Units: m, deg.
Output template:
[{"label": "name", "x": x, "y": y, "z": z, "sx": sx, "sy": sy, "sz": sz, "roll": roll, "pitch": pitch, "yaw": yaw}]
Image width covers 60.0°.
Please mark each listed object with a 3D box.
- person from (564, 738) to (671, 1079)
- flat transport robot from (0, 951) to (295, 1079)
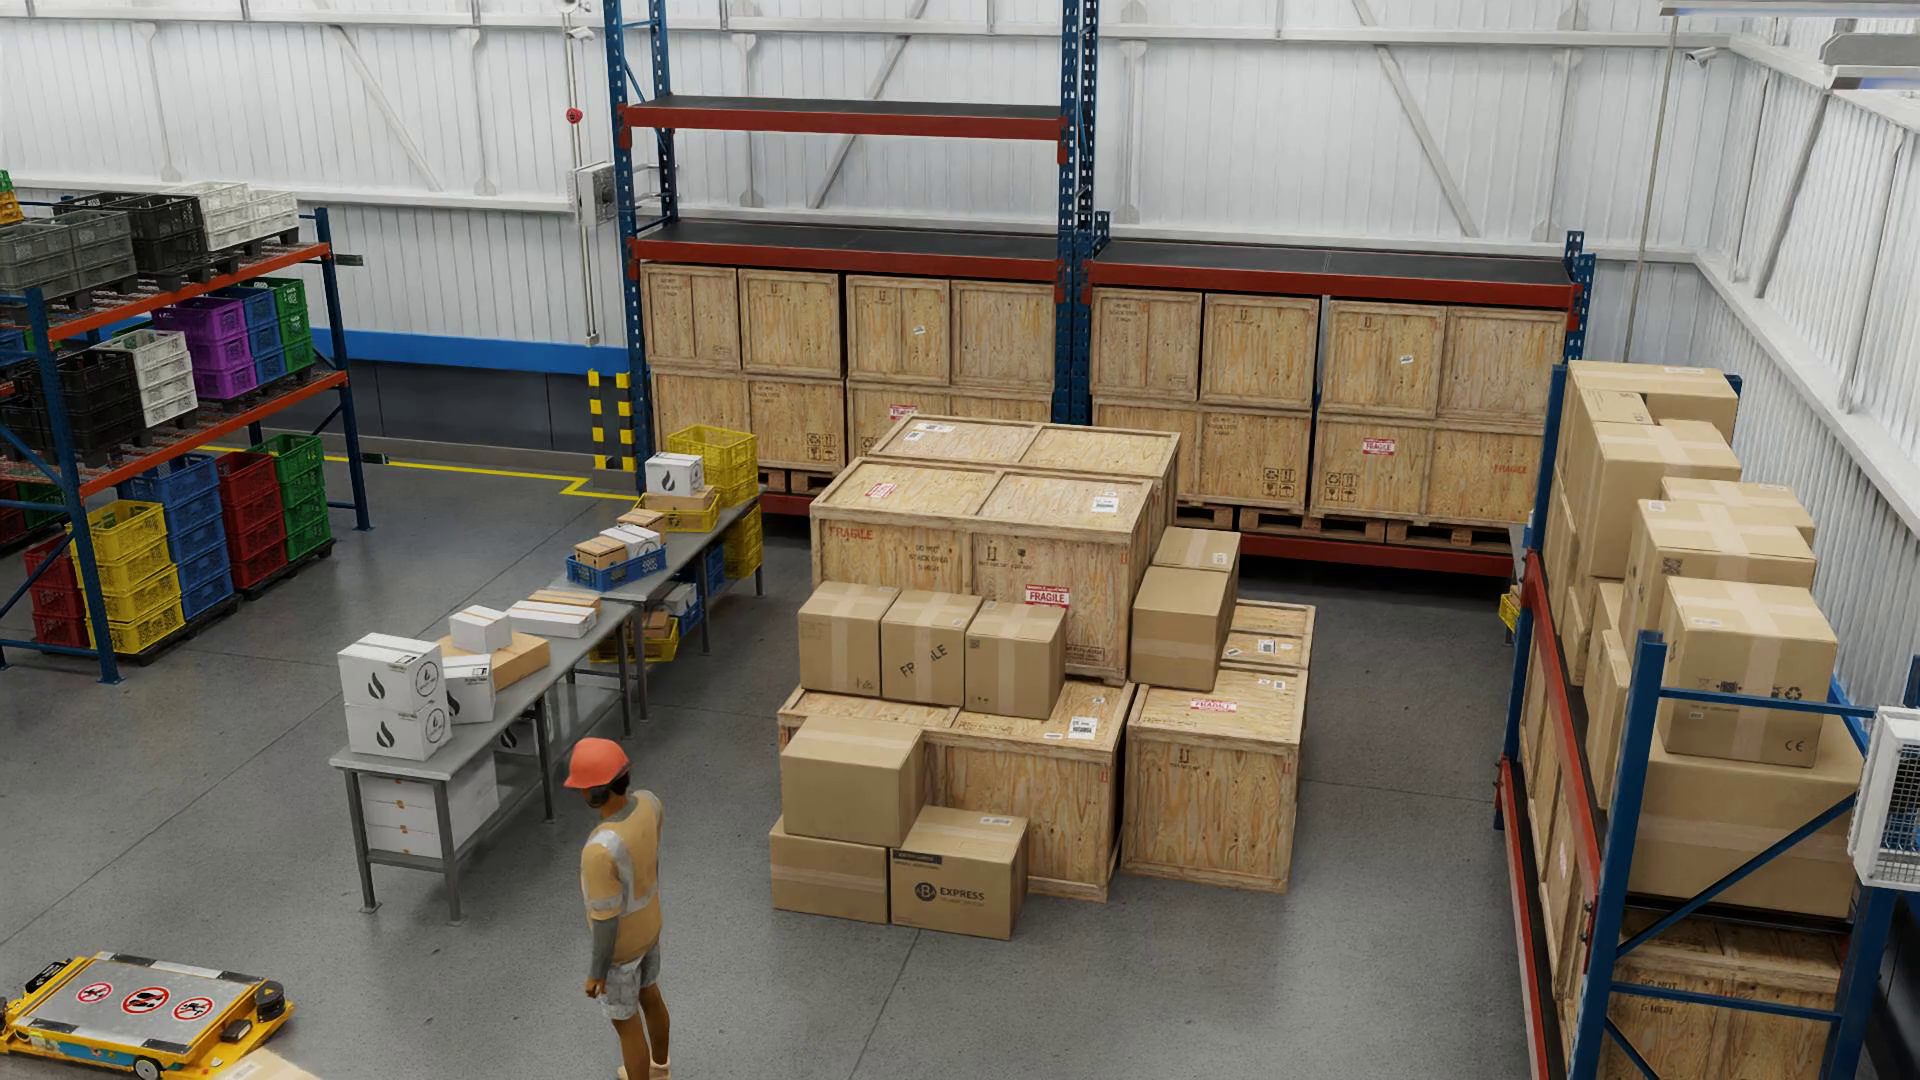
[{"label": "person", "x": -1.590, "y": 1.839, "z": 7.766, "sx": 0.382, "sy": 2.034, "sz": 0.604, "roll": 5, "pitch": 21, "yaw": 13}, {"label": "flat transport robot", "x": -4.270, "y": 2.464, "z": 8.601, "sx": 1.431, "sy": 0.231, "sz": 0.659, "roll": 5, "pitch": 22, "yaw": 13}]
